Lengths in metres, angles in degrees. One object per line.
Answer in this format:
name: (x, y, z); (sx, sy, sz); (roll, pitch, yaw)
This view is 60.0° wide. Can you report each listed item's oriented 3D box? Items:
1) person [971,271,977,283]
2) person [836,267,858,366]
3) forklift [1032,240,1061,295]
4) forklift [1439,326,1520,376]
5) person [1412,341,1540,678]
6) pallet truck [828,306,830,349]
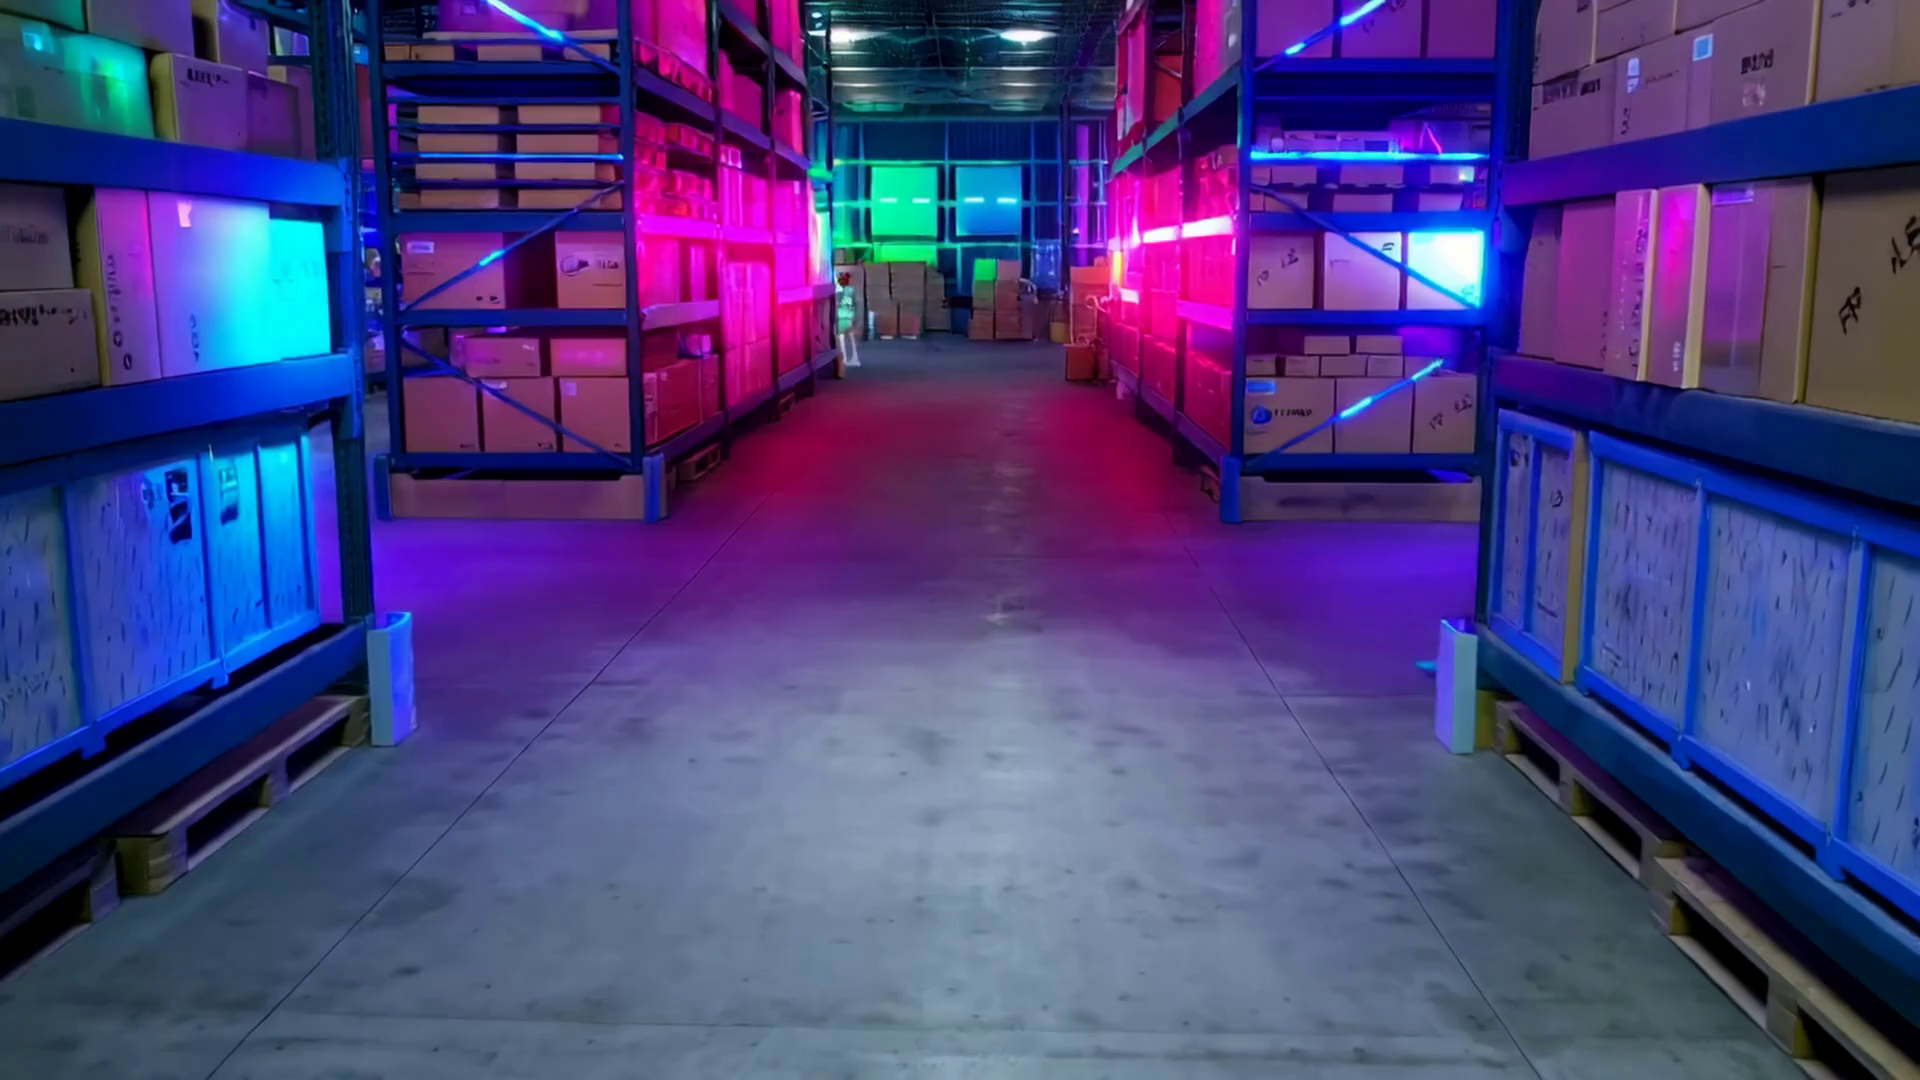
person: (0.556, -9.681, 65.098); (0.368, 1.682, 0.554); (3, 10, 16)
person: (-2.241, -4.358, 32.491); (0.379, 1.932, 0.551); (-9, 13, -42)
forklift: (3.173, -9.648, 61.355); (1.129, 2.768, 1.873); (0, 9, 1)
forklift: (7.373, -3.420, 24.050); (1.129, 2.768, 1.873); (-8, 12, -39)
person: (2.659, -0.107, 7.755); (0.915, 1.693, 0.495); (0, 9, -3)
pallet truck: (-3.100, -3.940, 29.800); (1.885, 1.965, 0.823); (3, 10, 19)
